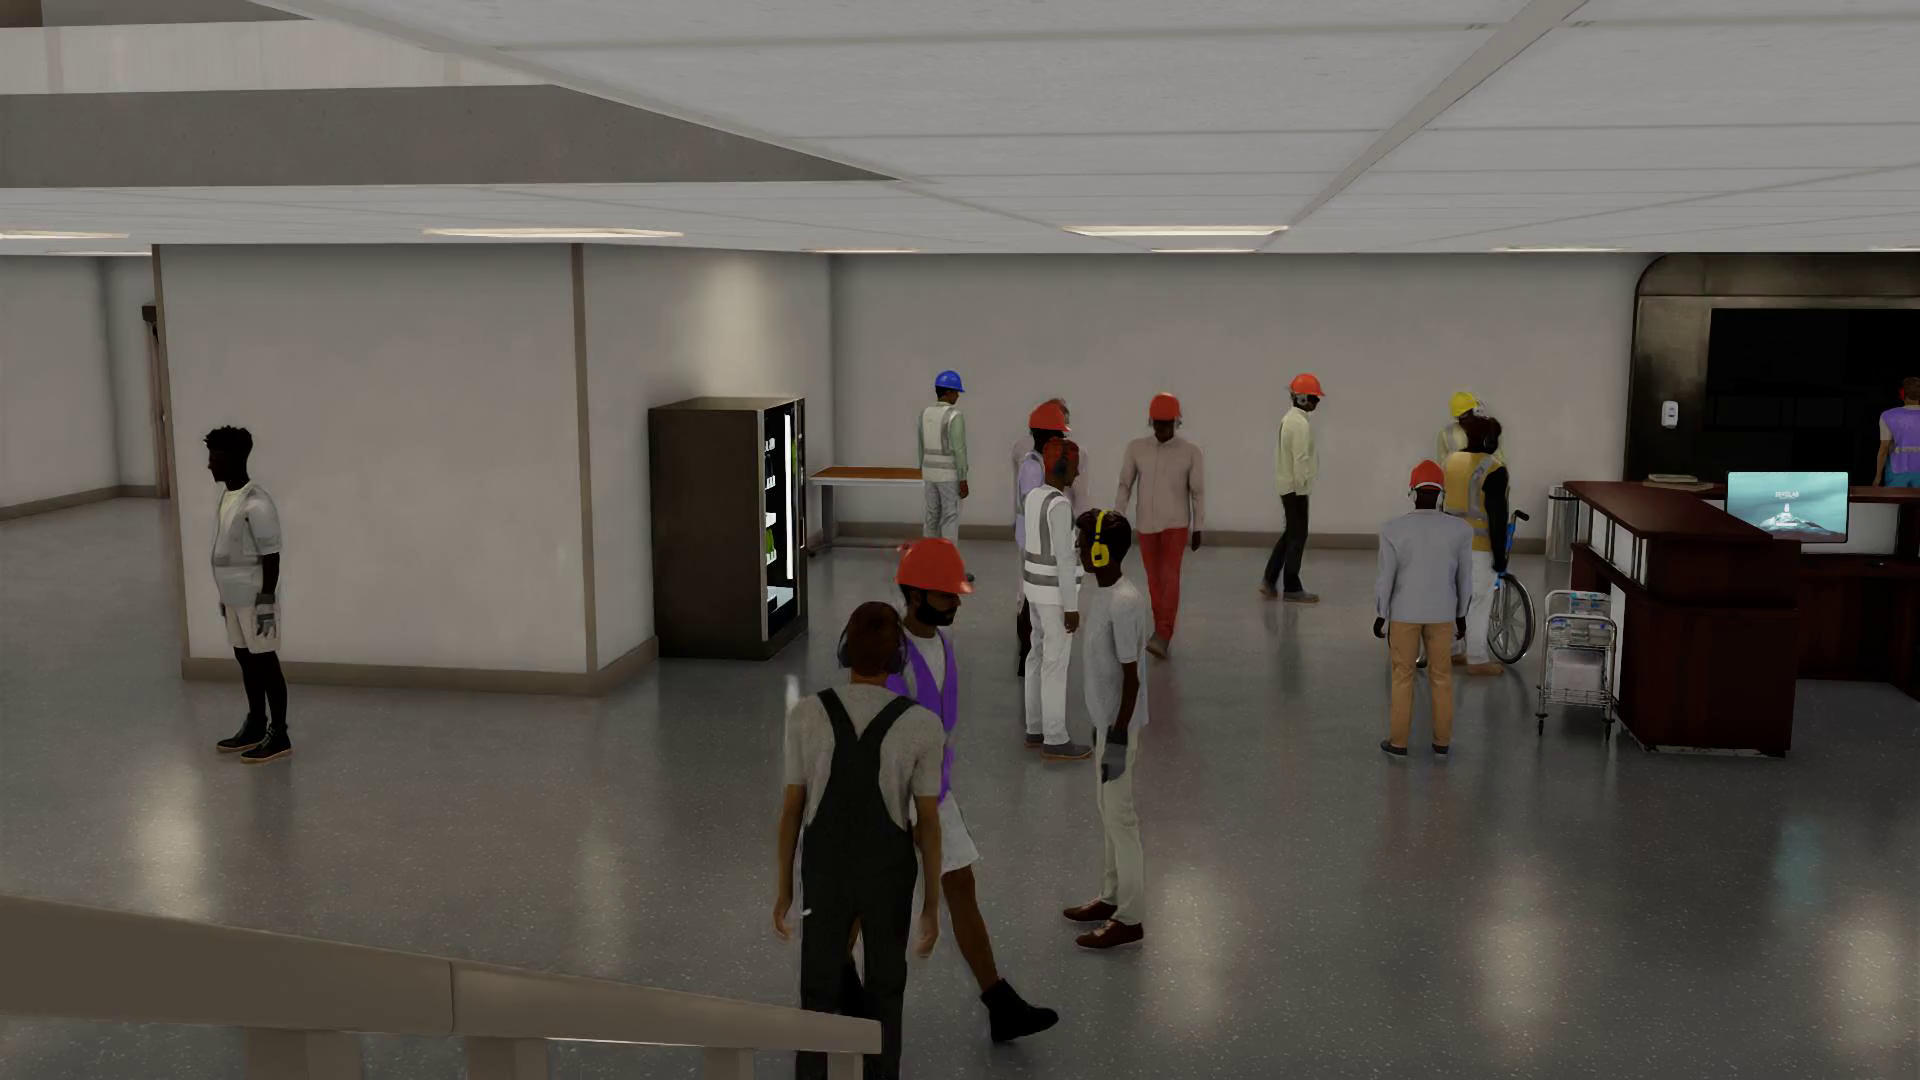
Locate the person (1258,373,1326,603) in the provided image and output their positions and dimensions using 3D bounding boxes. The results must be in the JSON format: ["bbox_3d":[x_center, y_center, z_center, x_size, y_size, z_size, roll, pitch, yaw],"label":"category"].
[{"bbox_3d":[2.836,-0.442,14.272,0.543,1.980,0.646,1,9,5],"label":"person"}]

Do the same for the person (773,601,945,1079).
[{"bbox_3d":[-0.323,1.115,5.194,0.545,1.809,0.657,0,9,3],"label":"person"}]

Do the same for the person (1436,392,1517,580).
[{"bbox_3d":[4.623,-0.438,14.857,0.759,1.781,0.413,0,9,1],"label":"person"}]

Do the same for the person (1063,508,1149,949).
[{"bbox_3d":[0.625,0.792,7.004,0.331,1.866,0.513,0,9,-3],"label":"person"}]

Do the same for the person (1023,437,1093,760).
[{"bbox_3d":[0.554,0.337,9.739,0.355,1.887,0.574,-3,10,-18],"label":"person"}]

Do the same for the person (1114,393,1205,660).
[{"bbox_3d":[1.457,-0.110,12.325,0.638,1.938,1.025,4,10,24],"label":"person"}]

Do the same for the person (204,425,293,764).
[{"bbox_3d":[-4.143,0.309,9.660,0.365,1.964,0.610,-9,13,-44],"label":"person"}]

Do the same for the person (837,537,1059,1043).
[{"bbox_3d":[-0.123,0.927,6.123,1.029,1.875,0.561,7,11,35],"label":"person"}]

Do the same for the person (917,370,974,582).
[{"bbox_3d":[-0.133,-0.576,15.207,0.401,1.938,0.602,-8,12,-41],"label":"person"}]

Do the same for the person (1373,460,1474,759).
[{"bbox_3d":[2.695,0.405,9.727,0.575,1.749,0.335,0,9,-2],"label":"person"}]

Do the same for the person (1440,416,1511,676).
[{"bbox_3d":[3.646,0.038,11.770,0.429,1.836,0.633,-3,10,-21],"label":"person"}]

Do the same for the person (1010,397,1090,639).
[{"bbox_3d":[0.677,-0.160,12.849,0.649,1.880,0.844,3,10,16],"label":"person"}]

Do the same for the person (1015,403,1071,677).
[{"bbox_3d":[0.587,0.004,11.676,0.380,1.931,0.545,2,9,14],"label":"person"}]

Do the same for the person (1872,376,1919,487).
[{"bbox_3d":[8.992,-0.625,15.799,0.563,1.847,0.390,1,9,6],"label":"person"}]
